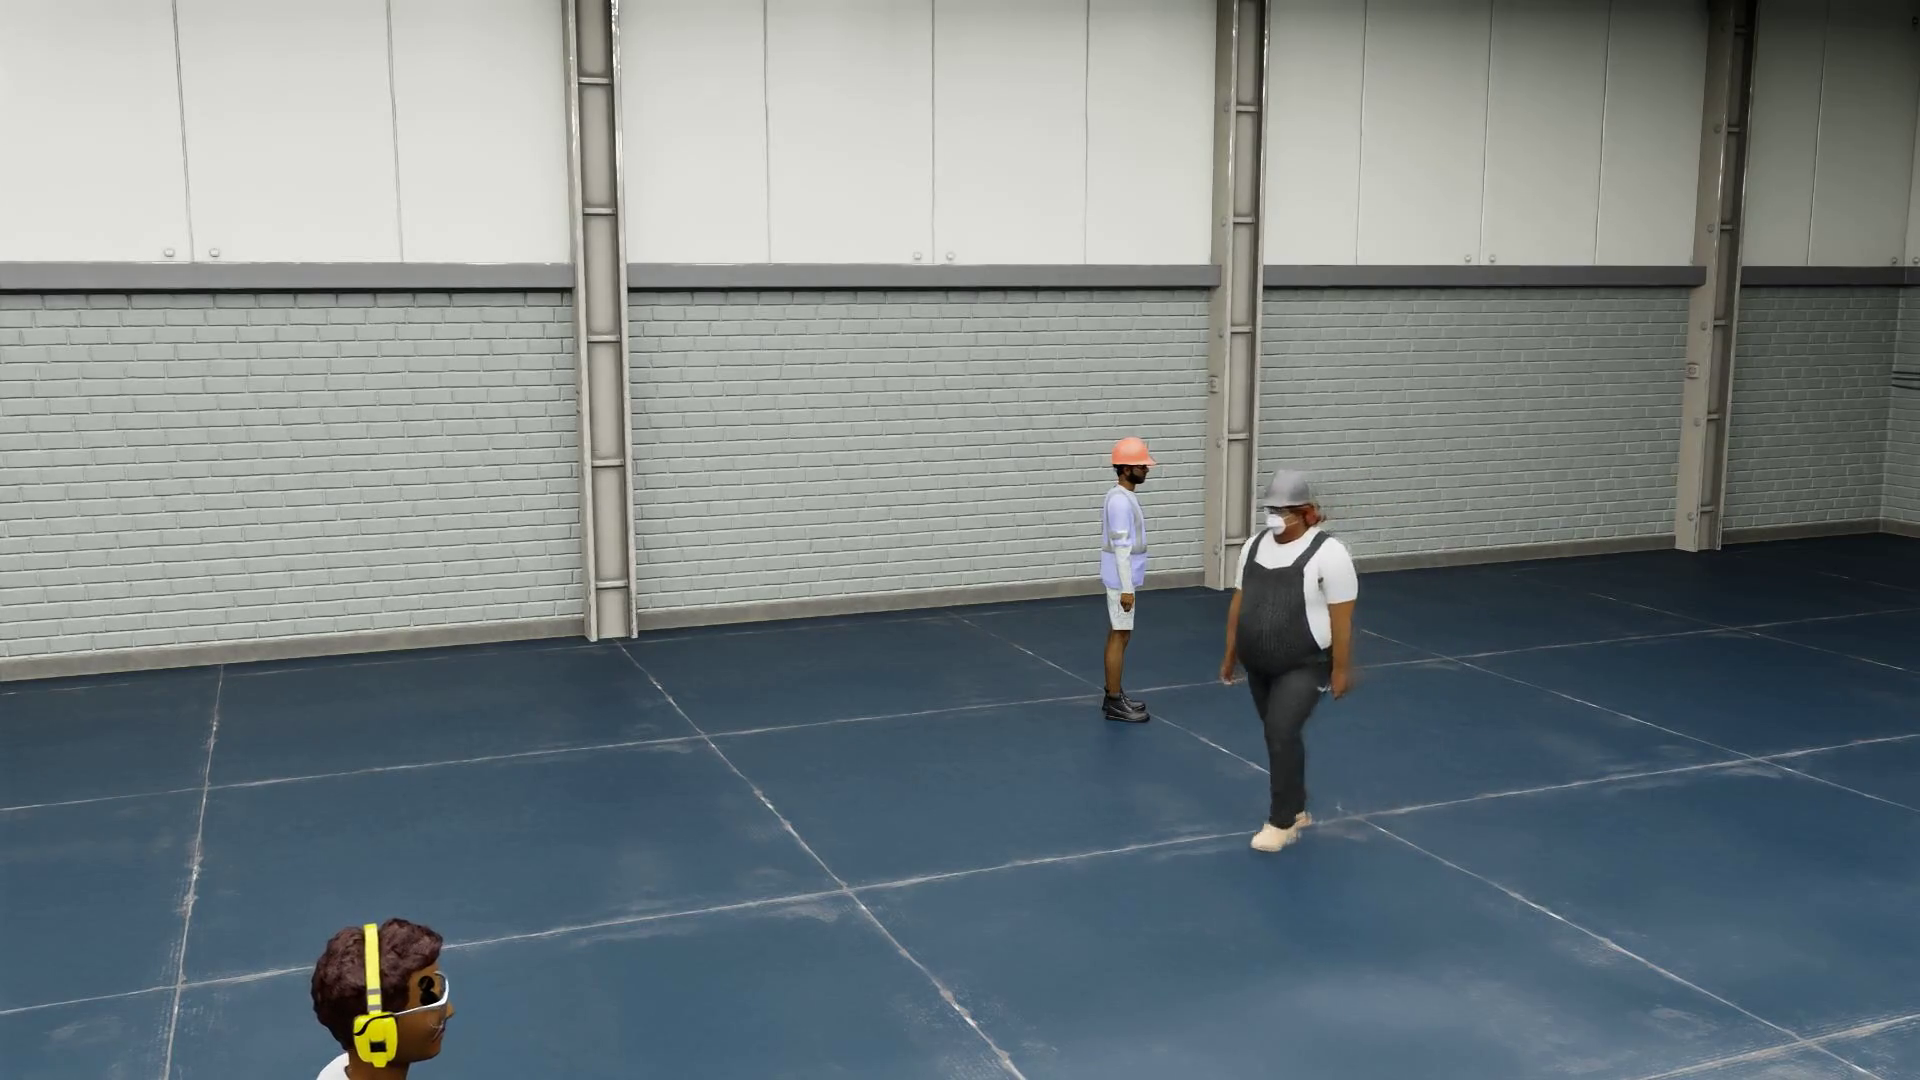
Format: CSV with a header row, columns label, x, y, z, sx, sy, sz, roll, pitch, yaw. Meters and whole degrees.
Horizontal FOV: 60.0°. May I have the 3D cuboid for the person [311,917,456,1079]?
label,x,y,z,sx,sy,sz,roll,pitch,yaw
person,-1.050,1.610,3.143,0.328,1.872,0.513,-5,10,-28

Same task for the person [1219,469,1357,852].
label,x,y,z,sx,sy,sz,roll,pitch,yaw
person,1.657,0.616,8.849,0.752,2.000,0.696,-7,11,-37

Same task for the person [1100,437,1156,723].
label,x,y,z,sx,sy,sz,roll,pitch,yaw
person,1.140,0.266,11.366,0.361,1.939,0.543,1,9,4
